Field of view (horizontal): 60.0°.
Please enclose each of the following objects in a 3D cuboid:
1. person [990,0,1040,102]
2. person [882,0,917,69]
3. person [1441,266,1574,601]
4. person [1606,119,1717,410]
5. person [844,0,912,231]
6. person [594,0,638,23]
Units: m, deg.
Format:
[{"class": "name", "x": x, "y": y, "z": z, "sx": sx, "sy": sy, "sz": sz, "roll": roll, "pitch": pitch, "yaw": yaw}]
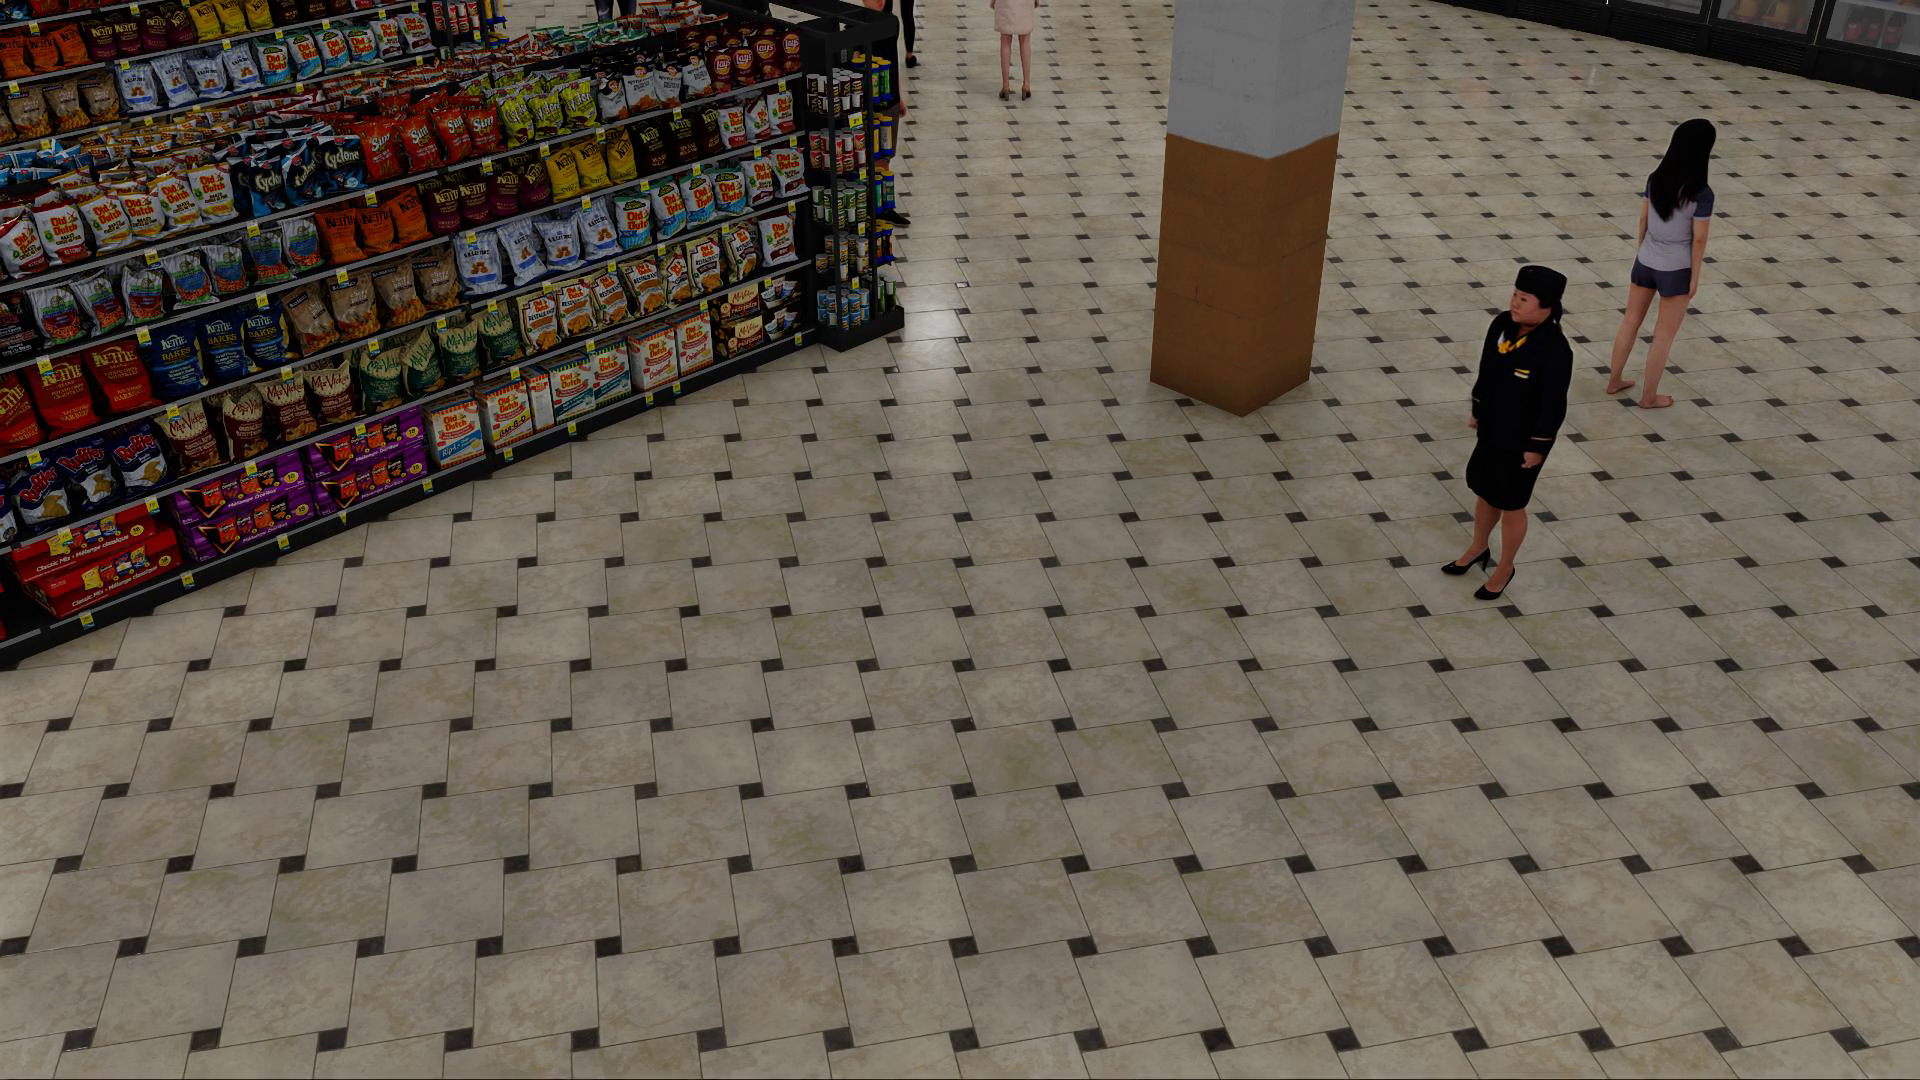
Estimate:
[{"class": "person", "x": 0.483, "y": -4.752, "z": 14.615, "sx": 0.685, "sy": 1.735, "sz": 0.749, "roll": -1, "pitch": 32, "yaw": -1}, {"class": "person", "x": -0.603, "y": -5.291, "z": 15.507, "sx": 0.683, "sy": 1.707, "sz": 0.728, "roll": 3, "pitch": 32, "yaw": 4}, {"class": "person", "x": 2.607, "y": -0.496, "z": 7.836, "sx": 0.776, "sy": 1.671, "sz": 0.785, "roll": -11, "pitch": 34, "yaw": -18}, {"class": "person", "x": 4.048, "y": -1.586, "z": 9.554, "sx": 0.608, "sy": 1.706, "sz": 0.646, "roll": -17, "pitch": 36, "yaw": -26}, {"class": "person", "x": -0.617, "y": -3.128, "z": 11.885, "sx": 0.734, "sy": 1.861, "sz": 0.507, "roll": 27, "pitch": 41, "yaw": 36}, {"class": "person", "x": -3.123, "y": -5.074, "z": 14.972, "sx": 0.667, "sy": 1.905, "sz": 0.831, "roll": -12, "pitch": 34, "yaw": -19}]
